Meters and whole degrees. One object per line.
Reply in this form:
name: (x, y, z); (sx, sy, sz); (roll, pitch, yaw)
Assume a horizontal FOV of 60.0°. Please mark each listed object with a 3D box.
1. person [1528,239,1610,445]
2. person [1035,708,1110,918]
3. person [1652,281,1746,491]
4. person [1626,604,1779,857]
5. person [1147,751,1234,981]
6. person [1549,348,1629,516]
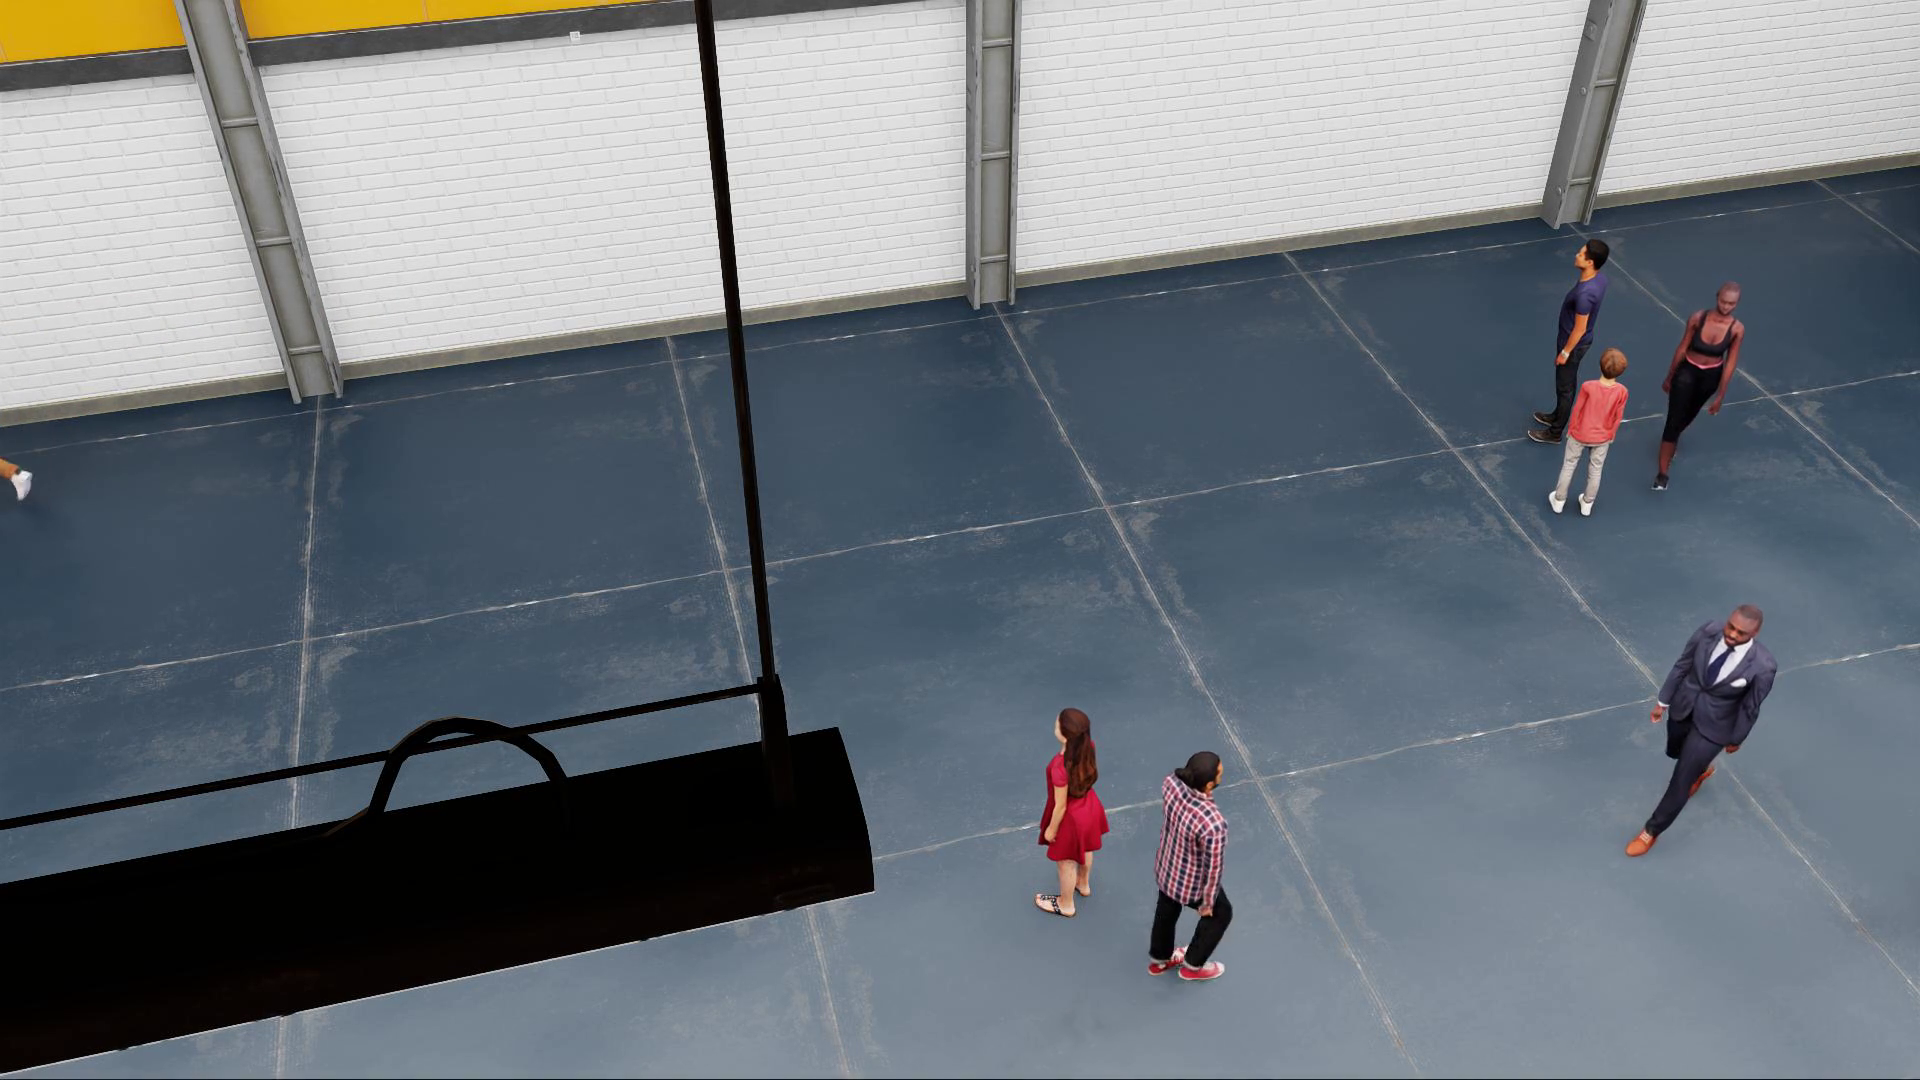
person: (4.892, -1.582, 13.233); (0.756, 1.793, 0.716); (17, 42, 20)
person: (0.642, 1.551, 9.503); (0.740, 1.553, 0.680); (24, 44, 27)
person: (5.739, -1.276, 12.911); (1.196, 1.716, 1.143); (15, 41, 17)
person: (4.464, 1.041, 9.943); (1.217, 1.800, 0.901); (-21, 43, -24)
person: (1.179, 1.815, 9.015); (0.764, 1.748, 0.782); (-23, 44, -26)
person: (4.778, -0.813, 12.574); (0.530, 1.414, 0.637); (7, 39, 9)
